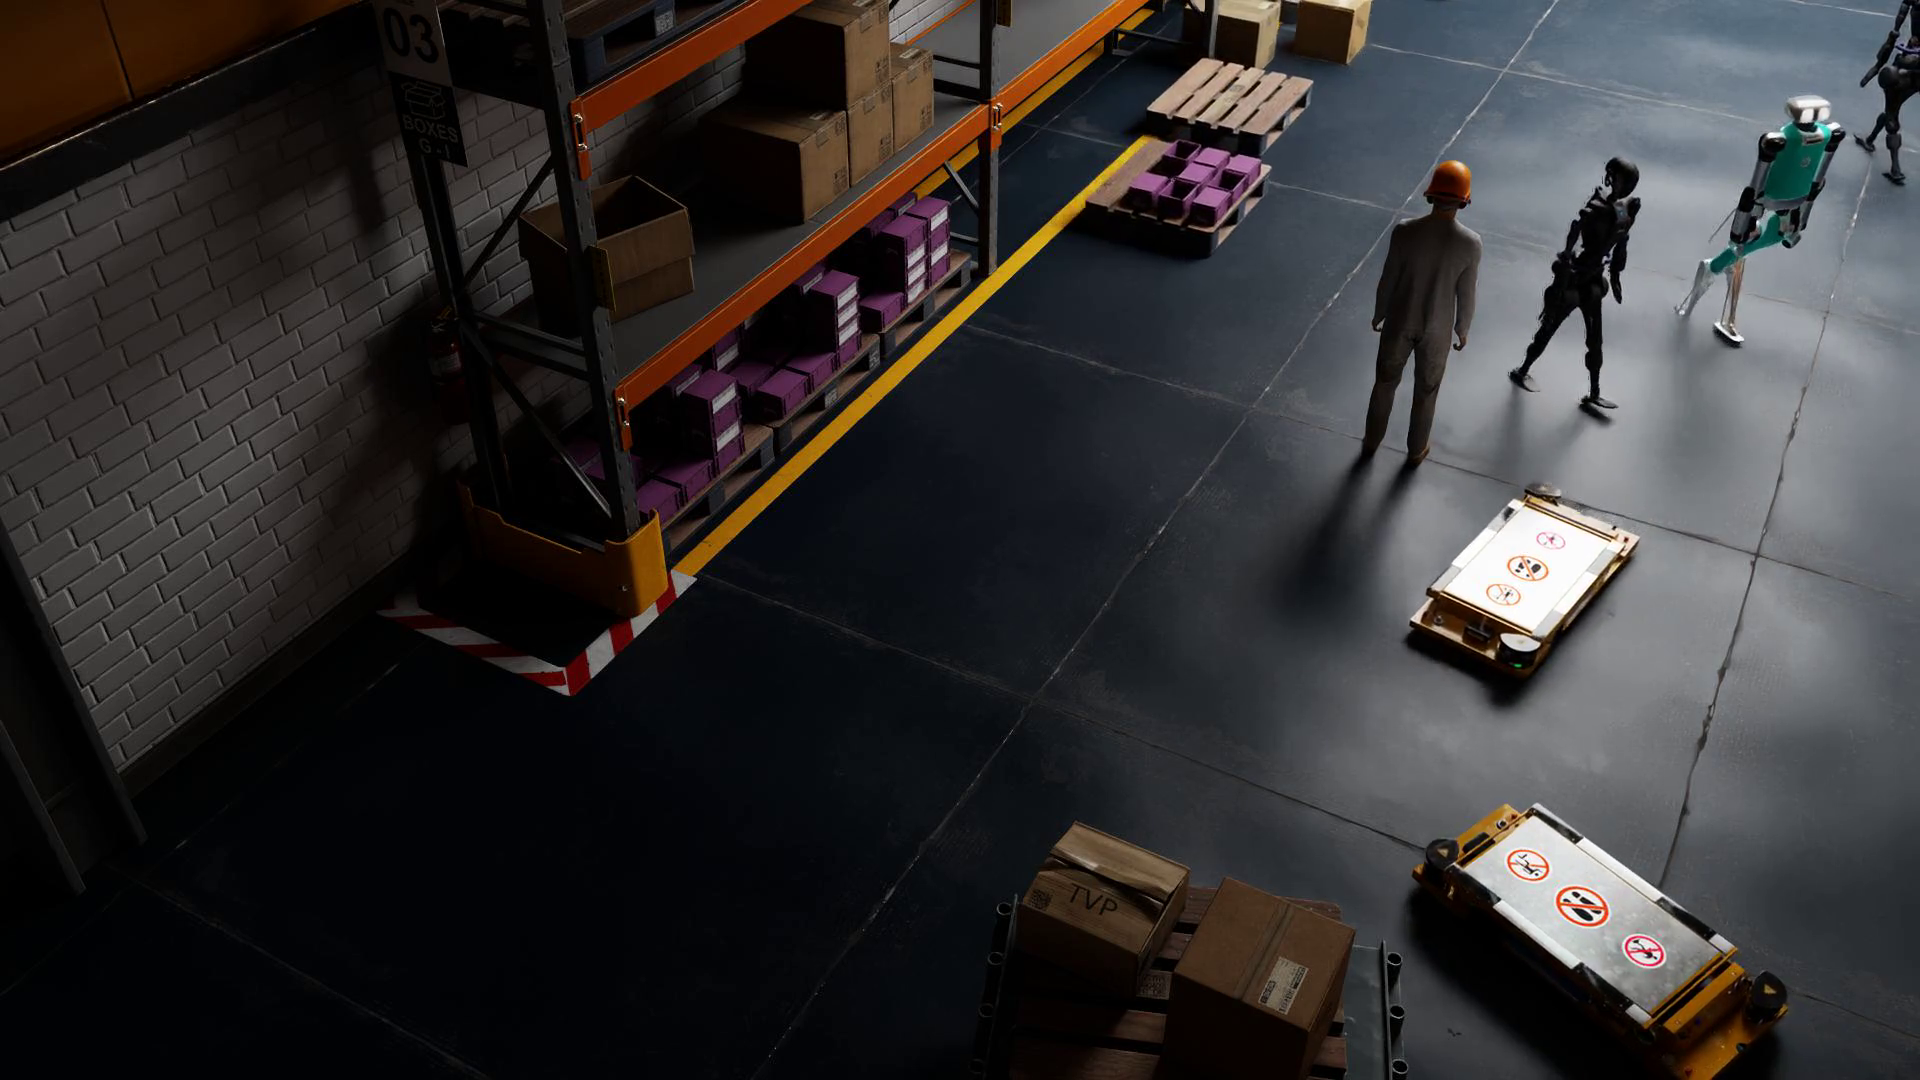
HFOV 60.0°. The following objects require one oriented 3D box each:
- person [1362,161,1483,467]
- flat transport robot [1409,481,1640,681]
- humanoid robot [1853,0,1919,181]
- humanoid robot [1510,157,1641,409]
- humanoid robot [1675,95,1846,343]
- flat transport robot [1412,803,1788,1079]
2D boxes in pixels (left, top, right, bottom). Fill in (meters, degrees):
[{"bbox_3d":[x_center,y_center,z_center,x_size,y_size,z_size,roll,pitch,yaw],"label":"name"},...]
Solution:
[{"bbox_3d":[2.648,-1.276,9.527,0.553,1.890,0.391,12,40,15],"label":"person"},{"bbox_3d":[3.071,0.193,8.979,0.659,0.231,1.431,28,46,30],"label":"flat transport robot"},{"bbox_3d":[7.229,-3.613,12.662,0.607,1.625,0.825,-6,39,-8],"label":"humanoid robot"},{"bbox_3d":[3.795,-1.537,10.033,0.593,1.630,0.741,-19,43,-22],"label":"humanoid robot"},{"bbox_3d":[5.040,-2.061,10.702,0.557,1.881,0.810,-9,39,-11],"label":"humanoid robot"},{"bbox_3d":[2.711,1.685,7.114,0.659,0.231,1.431,-25,45,-28],"label":"flat transport robot"}]
